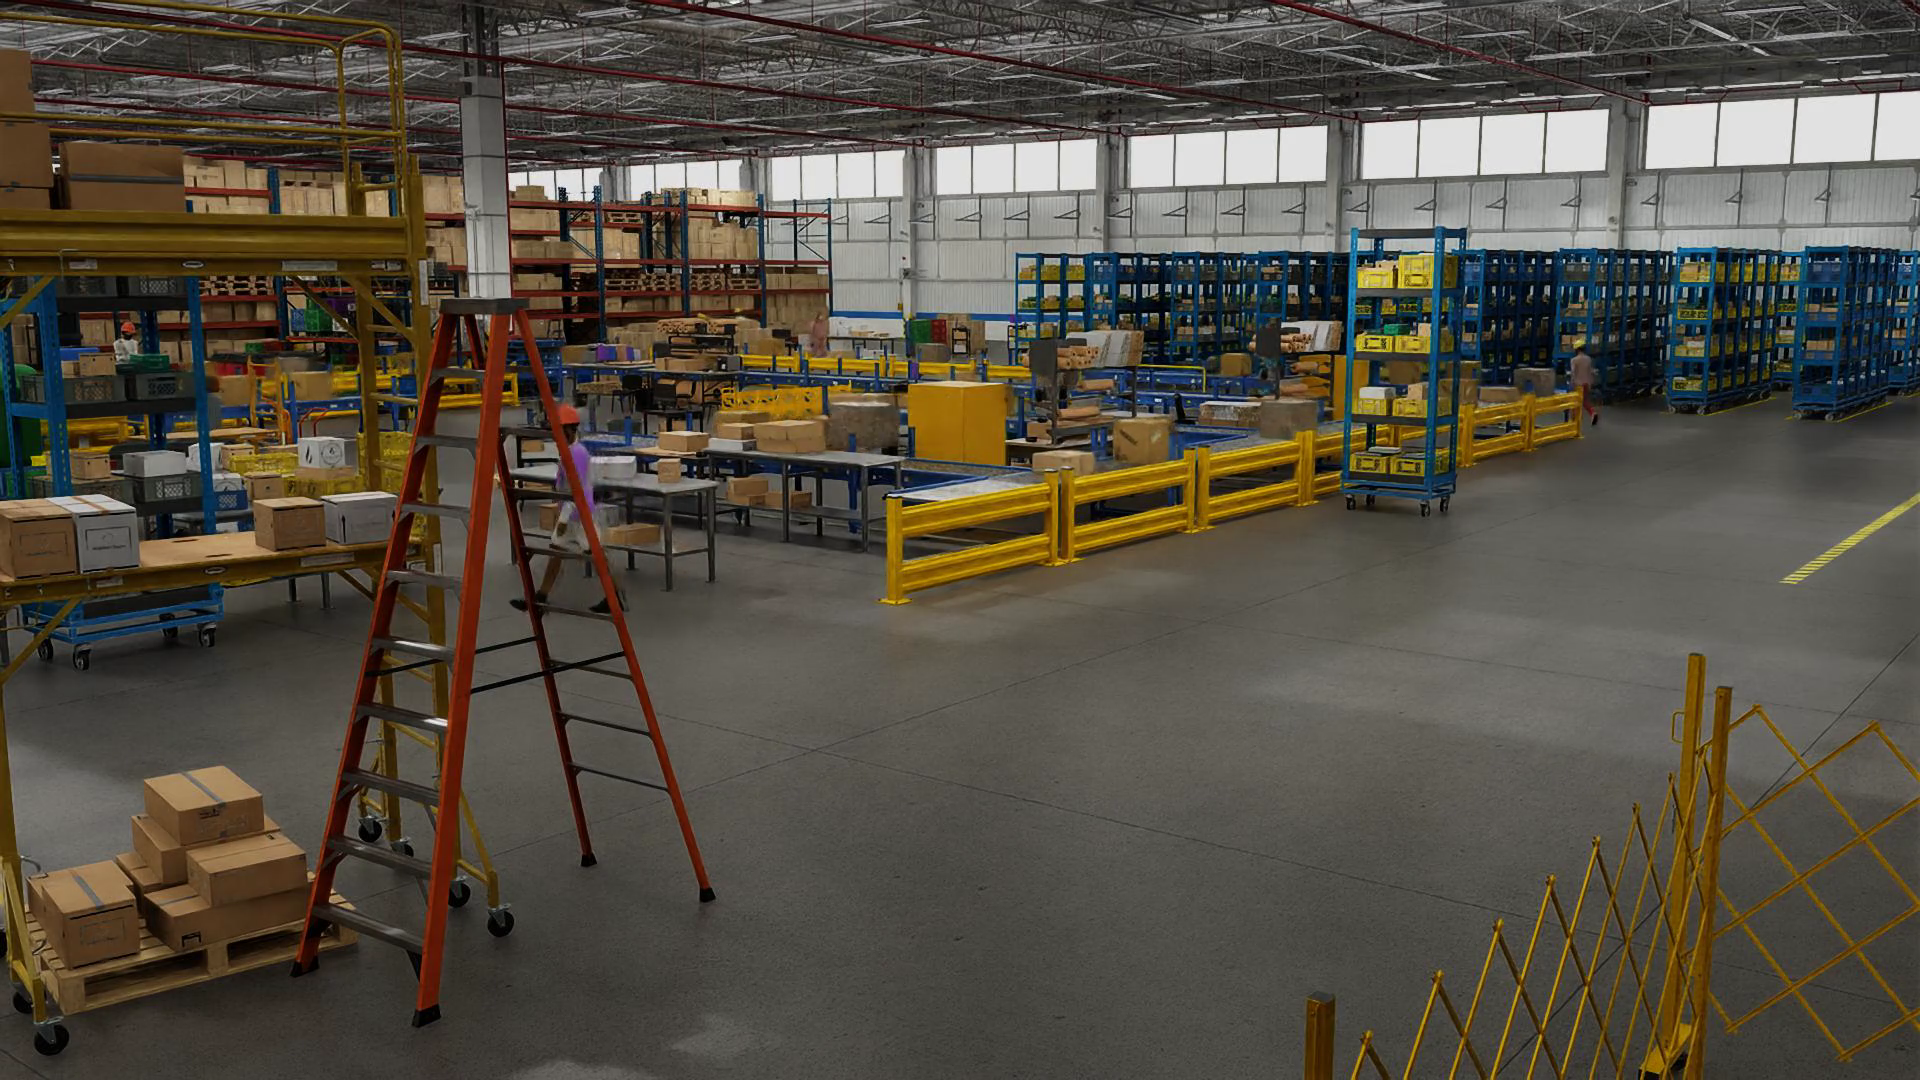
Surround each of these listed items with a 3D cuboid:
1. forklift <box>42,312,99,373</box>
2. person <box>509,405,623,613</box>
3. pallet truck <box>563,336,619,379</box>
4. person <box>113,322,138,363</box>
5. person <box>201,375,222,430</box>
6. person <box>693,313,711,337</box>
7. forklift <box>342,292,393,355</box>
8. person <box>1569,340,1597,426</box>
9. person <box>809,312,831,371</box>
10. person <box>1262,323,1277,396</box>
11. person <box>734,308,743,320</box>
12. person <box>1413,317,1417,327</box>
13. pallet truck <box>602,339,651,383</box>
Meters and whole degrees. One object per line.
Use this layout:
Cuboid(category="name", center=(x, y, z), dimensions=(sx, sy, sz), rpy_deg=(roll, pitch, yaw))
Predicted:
Cuboid(category="forklift", center=(-23.779, -5.451, 44.052), dimensions=(1.873, 2.768, 1.129), rpy_deg=(7, 11, 36))
Cuboid(category="person", center=(-3.470, -0.250, 14.700), dimensions=(1.001, 1.883, 0.549), rpy_deg=(-4, 10, -25))
Cuboid(category="pallet truck", center=(-10.690, -5.294, 48.215), dimensions=(1.601, 1.201, 0.680), rpy_deg=(-5, 10, -26))
Cuboid(category="person", center=(-17.174, -3.485, 34.420), dimensions=(0.389, 2.034, 0.605), rpy_deg=(2, 9, 15))
Cuboid(category="person", center=(-10.512, -1.533, 23.533), dimensions=(0.499, 1.606, 0.687), rpy_deg=(5, 10, 28))
Cuboid(category="person", center=(-7.968, -6.084, 51.300), dimensions=(0.615, 1.814, 0.432), rpy_deg=(-8, 12, -42))
Cuboid(category="forklift", center=(-16.485, -5.622, 45.120), dimensions=(1.129, 2.768, 1.873), rpy_deg=(7, 11, 37))
Cuboid(category="person", center=(12.211, -3.057, 32.644), dimensions=(0.522, 1.747, 0.607), rpy_deg=(-4, 10, -22))
Cuboid(category="person", center=(-4.429, -6.207, 51.960), dimensions=(0.663, 1.865, 0.987), rpy_deg=(-7, 11, -35))
Cuboid(category="person", center=(7.587, -4.371, 40.561), dimensions=(0.604, 1.827, 0.454), rpy_deg=(-8, 12, -40))
Cuboid(category="person", center=(-8.378, -7.838, 62.530), dimensions=(0.542, 1.722, 0.878), rpy_deg=(7, 11, 37))
Cuboid(category="person", center=(12.914, -5.572, 47.416), dimensions=(0.374, 2.043, 0.611), rpy_deg=(1, 9, 8))
Cuboid(category="pallet truck", center=(-8.991, -4.871, 45.351), dimensions=(0.653, 1.274, 1.630), rpy_deg=(7, 11, 37))
